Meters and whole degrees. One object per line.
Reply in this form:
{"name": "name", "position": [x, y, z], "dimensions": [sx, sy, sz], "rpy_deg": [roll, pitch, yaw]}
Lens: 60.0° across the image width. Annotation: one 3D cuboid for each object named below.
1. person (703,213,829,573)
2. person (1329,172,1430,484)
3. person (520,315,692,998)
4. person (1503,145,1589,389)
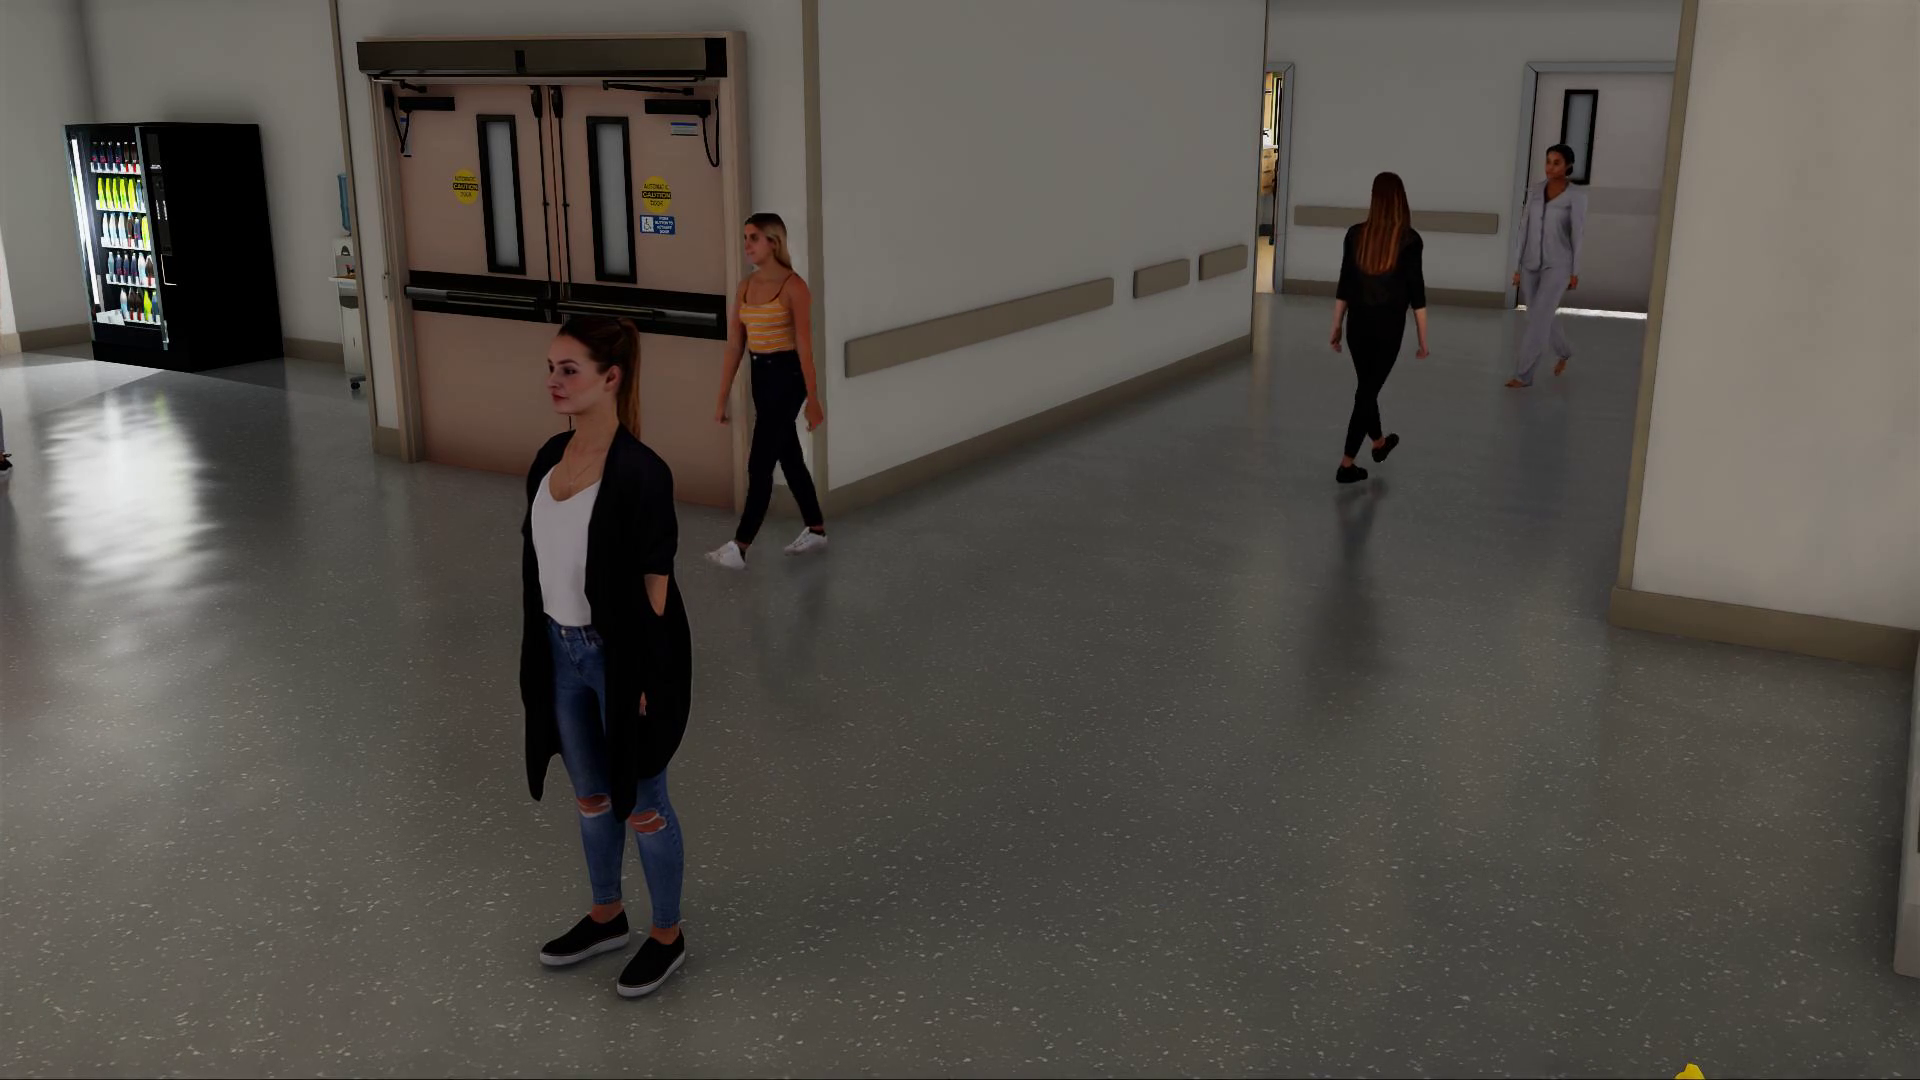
{"name": "person", "position": [-0.777, -0.670, 7.636], "dimensions": [1.032, 1.595, 0.808], "rpy_deg": [13, 21, 39]}
{"name": "person", "position": [2.229, -1.127, 9.110], "dimensions": [1.026, 1.674, 0.815], "rpy_deg": [12, 20, 36]}
{"name": "person", "position": [-0.856, 0.286, 4.081], "dimensions": [0.513, 1.684, 0.705], "rpy_deg": [11, 19, 34]}
{"name": "person", "position": [4.297, -1.961, 12.019], "dimensions": [0.971, 1.702, 1.167], "rpy_deg": [-12, 20, -36]}
